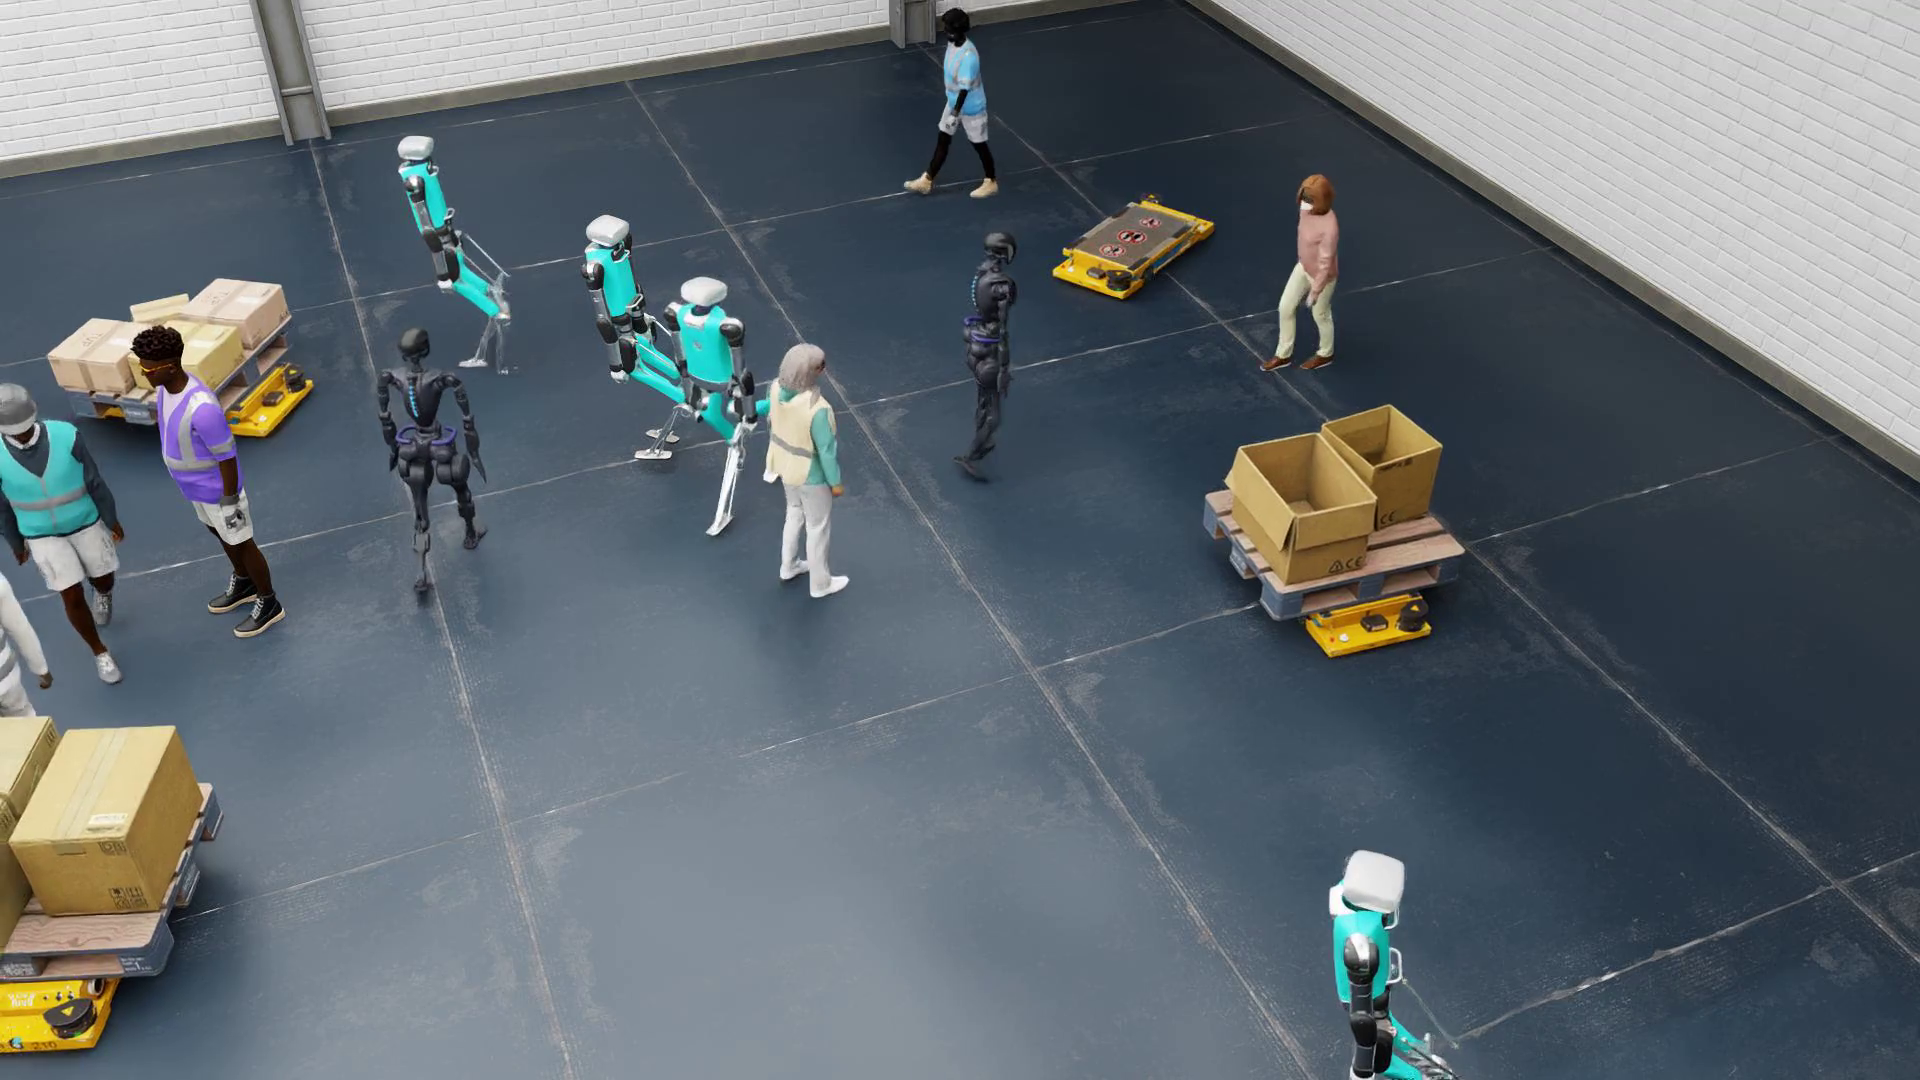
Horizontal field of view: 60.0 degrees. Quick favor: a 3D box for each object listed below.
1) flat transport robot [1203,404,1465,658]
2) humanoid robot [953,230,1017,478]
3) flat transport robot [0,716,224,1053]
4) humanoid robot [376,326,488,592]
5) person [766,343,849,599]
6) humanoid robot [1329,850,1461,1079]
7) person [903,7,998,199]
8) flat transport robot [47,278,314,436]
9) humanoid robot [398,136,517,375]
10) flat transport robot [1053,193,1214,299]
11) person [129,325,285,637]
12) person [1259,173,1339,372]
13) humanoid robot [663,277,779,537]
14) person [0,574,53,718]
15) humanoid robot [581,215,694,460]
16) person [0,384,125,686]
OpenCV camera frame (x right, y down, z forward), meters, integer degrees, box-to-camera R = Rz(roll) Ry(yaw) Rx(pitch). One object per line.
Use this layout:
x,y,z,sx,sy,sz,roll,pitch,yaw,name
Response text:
2.198,0.147,10.082,0.659,0.231,1.431,-11,39,-14,flat transport robot
0.144,-1.204,10.691,0.437,1.646,0.599,-8,38,-10,humanoid robot
-4.241,1.791,7.942,0.659,0.231,1.431,-2,38,-3,flat transport robot
-3.131,-0.473,9.791,0.593,1.645,0.782,2,38,3,humanoid robot
-0.905,-0.380,9.597,0.388,1.707,0.480,-30,46,-33,person
1.780,1.947,6.591,0.819,1.833,0.540,6,38,7,humanoid robot
-0.048,-3.584,13.801,0.827,1.651,0.532,-15,40,-18,person
-5.349,-1.040,11.627,1.431,0.231,0.659,7,38,9,flat transport robot
-3.409,-1.967,11.660,0.739,1.806,0.557,-5,38,-7,humanoid robot
1.410,-2.370,13.358,0.659,0.231,1.431,24,44,28,flat transport robot
-4.213,-0.332,9.313,0.361,1.964,0.612,-31,47,-34,person
2.447,-1.839,11.569,0.656,1.585,0.522,-13,39,-16,person
-1.364,-0.948,10.345,0.542,1.763,1.045,17,41,21,humanoid robot
-4.741,0.715,8.032,0.640,1.868,0.413,-30,47,-33,person
-1.939,-1.249,10.585,0.735,1.677,0.533,9,38,11,humanoid robot
-4.923,-0.119,9.087,0.583,1.904,0.684,-23,43,-27,person
